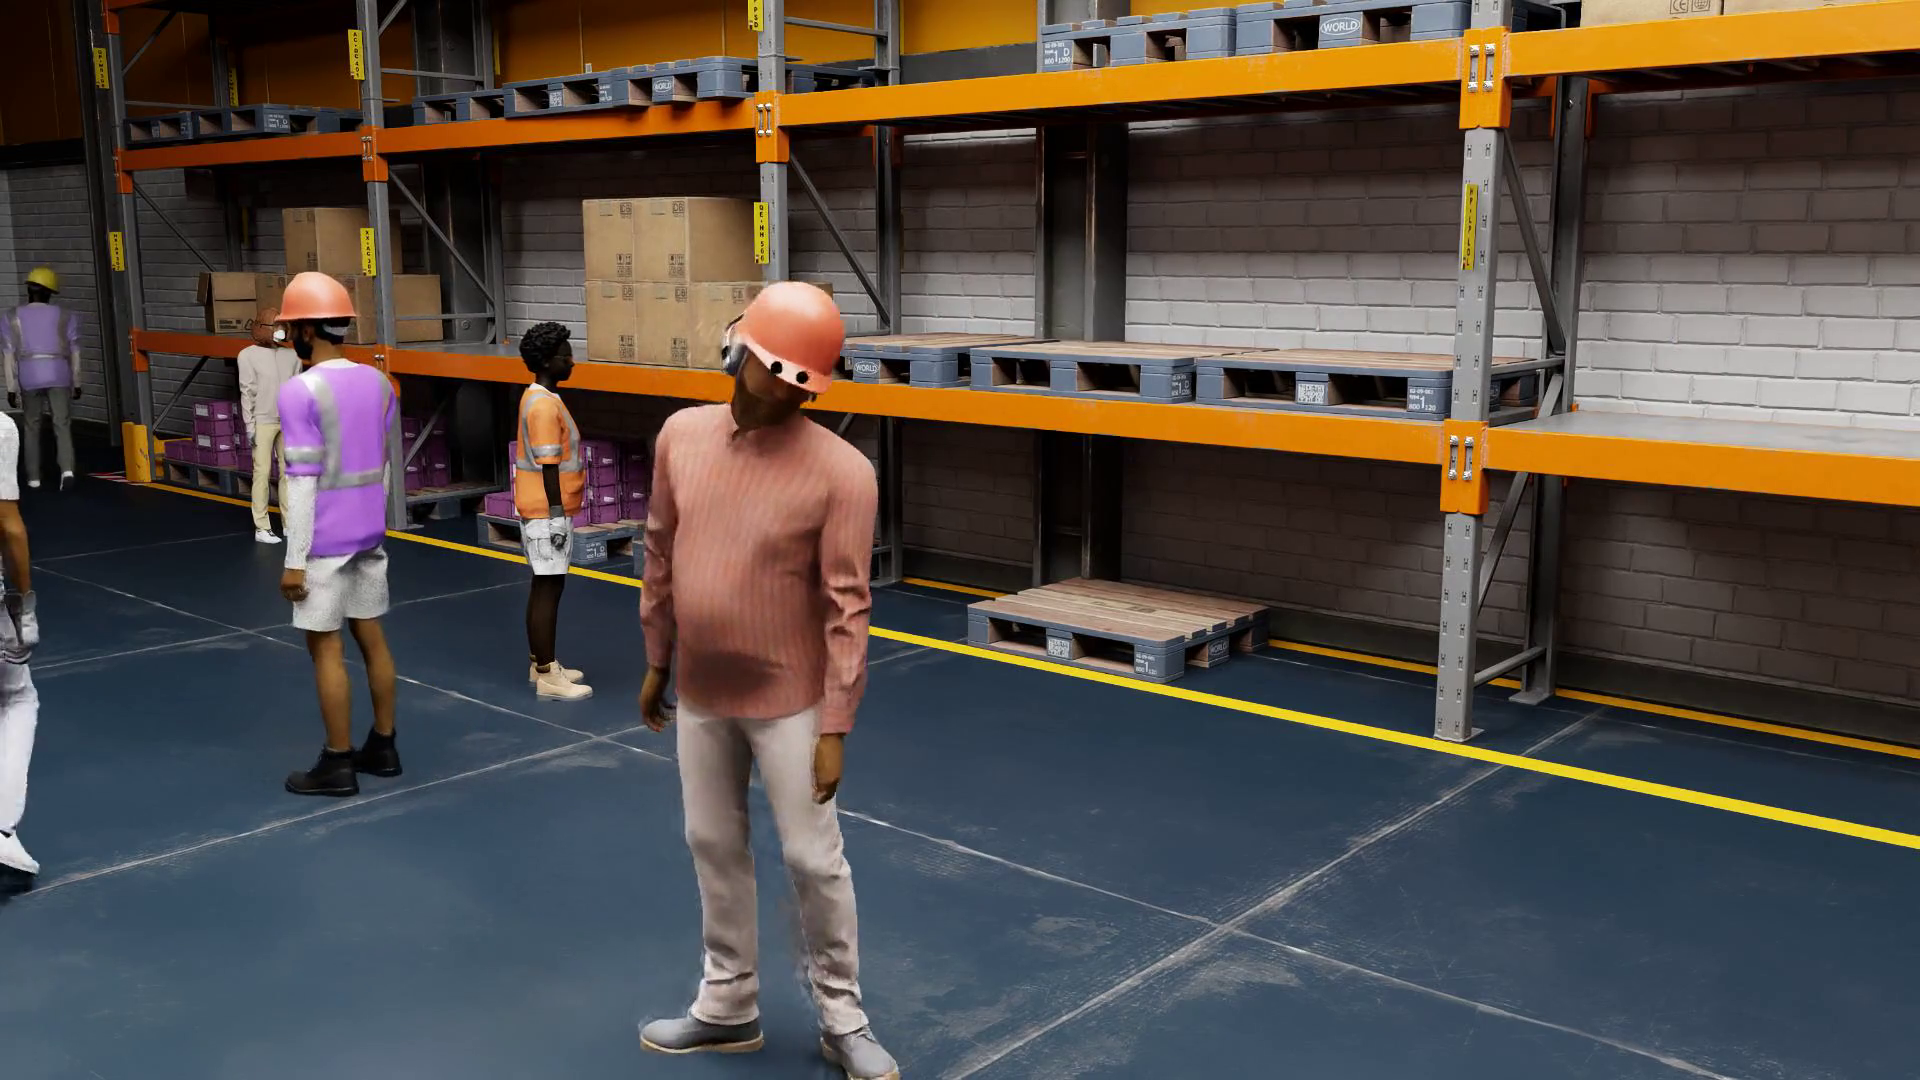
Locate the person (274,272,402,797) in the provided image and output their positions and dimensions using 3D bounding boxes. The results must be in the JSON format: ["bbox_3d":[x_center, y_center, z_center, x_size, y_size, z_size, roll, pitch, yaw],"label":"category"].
[{"bbox_3d":[-2.327,-0.018,6.184,0.367,1.935,0.554,3,11,19],"label":"person"}]

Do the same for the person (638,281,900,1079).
[{"bbox_3d":[-0.499,0.369,3.976,0.715,1.949,0.378,6,12,30],"label":"person"}]

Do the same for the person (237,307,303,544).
[{"bbox_3d":[-4.720,-0.791,11.476,0.282,1.625,0.492,7,12,34],"label":"person"}]

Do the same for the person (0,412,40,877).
[{"bbox_3d":[-3.145,0.198,5.186,0.532,1.854,0.375,-2,10,-13],"label":"person"}]

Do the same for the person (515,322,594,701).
[{"bbox_3d":[-1.841,-0.130,7.499,0.316,1.696,0.542,-3,10,-18],"label":"person"}]

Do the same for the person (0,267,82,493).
[{"bbox_3d":[-7.602,-1.321,13.814,0.586,1.872,0.909,-5,11,-28],"label":"person"}]
